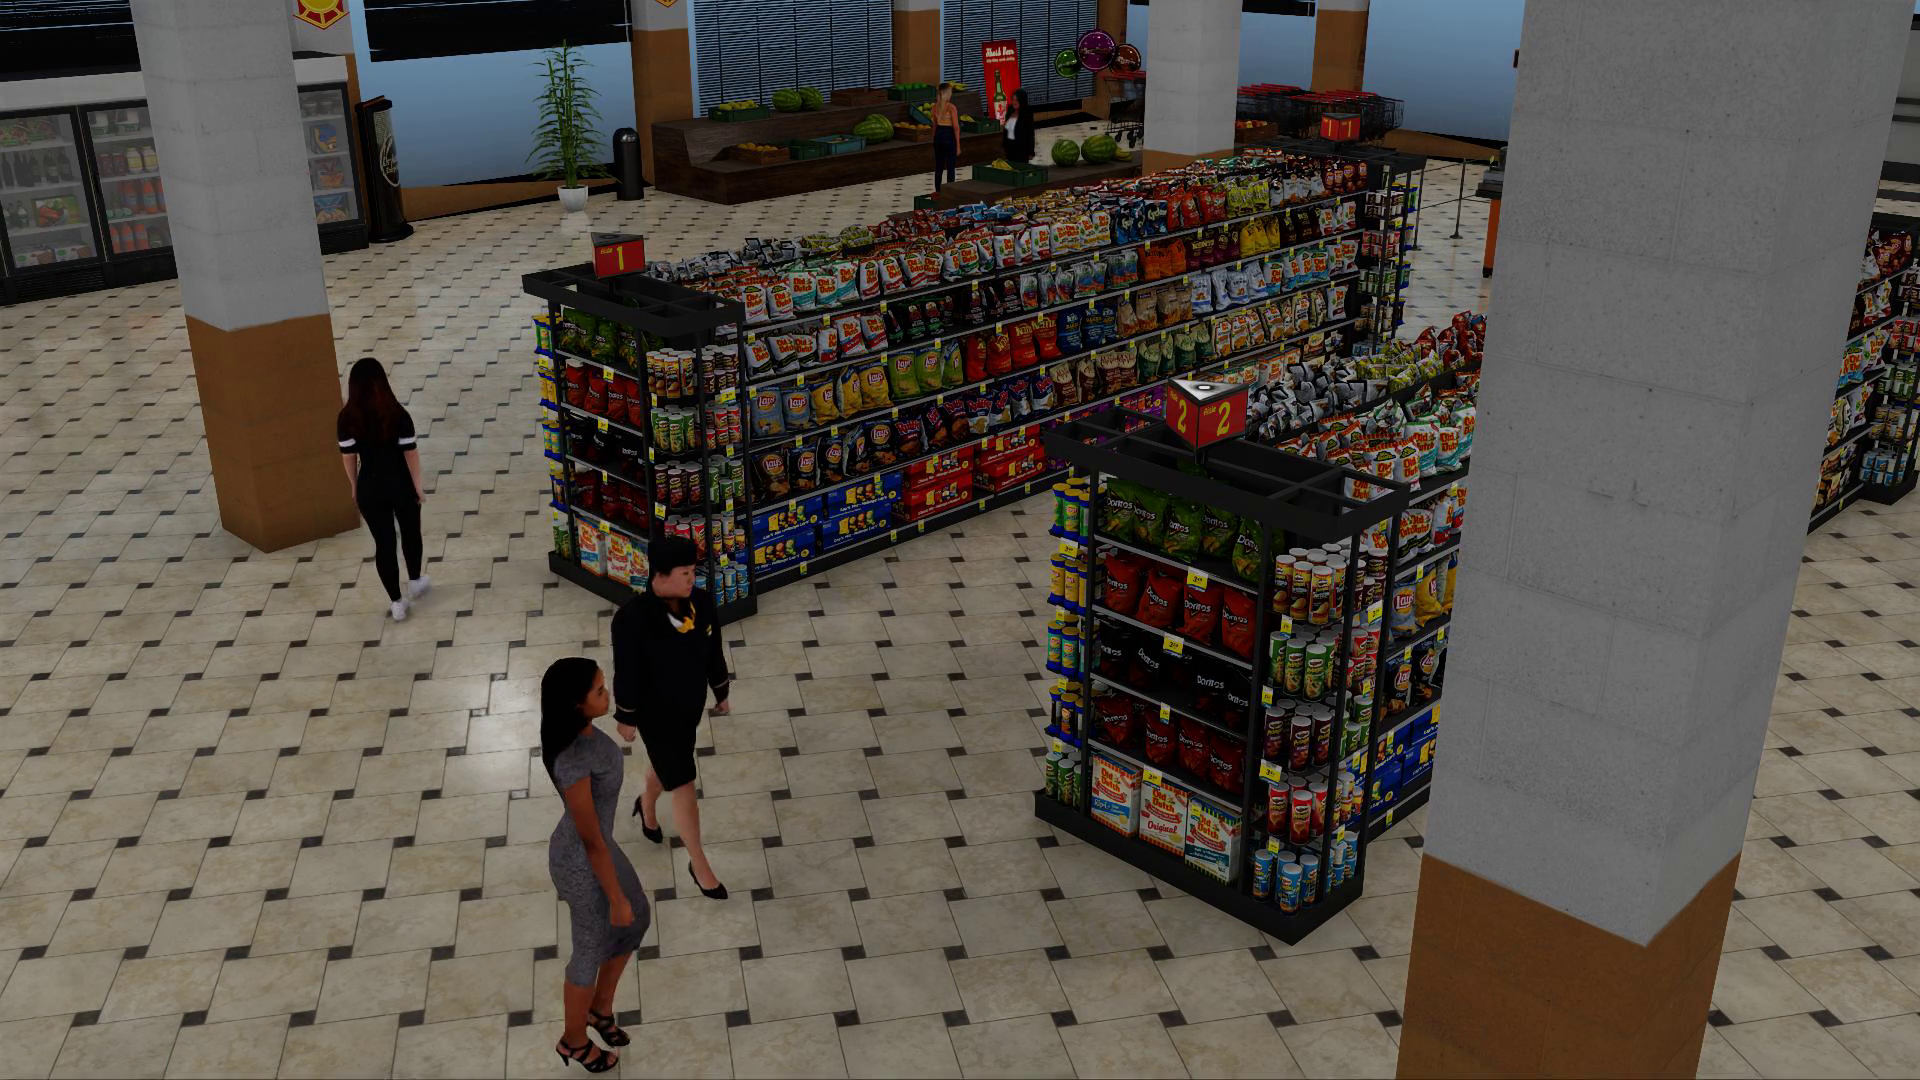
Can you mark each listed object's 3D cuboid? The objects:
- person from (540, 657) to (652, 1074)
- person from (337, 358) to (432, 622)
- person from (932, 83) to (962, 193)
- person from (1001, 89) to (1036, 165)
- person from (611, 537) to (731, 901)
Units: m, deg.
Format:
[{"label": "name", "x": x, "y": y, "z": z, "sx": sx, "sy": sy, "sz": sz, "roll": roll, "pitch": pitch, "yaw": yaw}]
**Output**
[{"label": "person", "x": -1.471, "y": 1.245, "z": 6.128, "sx": 0.789, "sy": 1.769, "sz": 0.746, "roll": -4, "pitch": 22, "yaw": -11}, {"label": "person", "x": -3.508, "y": -0.281, "z": 10.125, "sx": 0.877, "sy": 1.621, "sz": 0.915, "roll": -3, "pitch": 22, "yaw": -8}, {"label": "person", "x": -0.205, "y": -5.551, "z": 23.230, "sx": 0.609, "sy": 1.629, "sz": 0.575, "roll": 14, "pitch": 26, "yaw": 31}, {"label": "person", "x": 0.854, "y": -5.355, "z": 22.777, "sx": 0.678, "sy": 1.604, "sz": 0.742, "roll": 17, "pitch": 28, "yaw": 37}, {"label": "person", "x": -1.348, "y": 0.758, "z": 7.525, "sx": 0.974, "sy": 1.631, "sz": 0.767, "roll": -19, "pitch": 28, "yaw": -38}]
